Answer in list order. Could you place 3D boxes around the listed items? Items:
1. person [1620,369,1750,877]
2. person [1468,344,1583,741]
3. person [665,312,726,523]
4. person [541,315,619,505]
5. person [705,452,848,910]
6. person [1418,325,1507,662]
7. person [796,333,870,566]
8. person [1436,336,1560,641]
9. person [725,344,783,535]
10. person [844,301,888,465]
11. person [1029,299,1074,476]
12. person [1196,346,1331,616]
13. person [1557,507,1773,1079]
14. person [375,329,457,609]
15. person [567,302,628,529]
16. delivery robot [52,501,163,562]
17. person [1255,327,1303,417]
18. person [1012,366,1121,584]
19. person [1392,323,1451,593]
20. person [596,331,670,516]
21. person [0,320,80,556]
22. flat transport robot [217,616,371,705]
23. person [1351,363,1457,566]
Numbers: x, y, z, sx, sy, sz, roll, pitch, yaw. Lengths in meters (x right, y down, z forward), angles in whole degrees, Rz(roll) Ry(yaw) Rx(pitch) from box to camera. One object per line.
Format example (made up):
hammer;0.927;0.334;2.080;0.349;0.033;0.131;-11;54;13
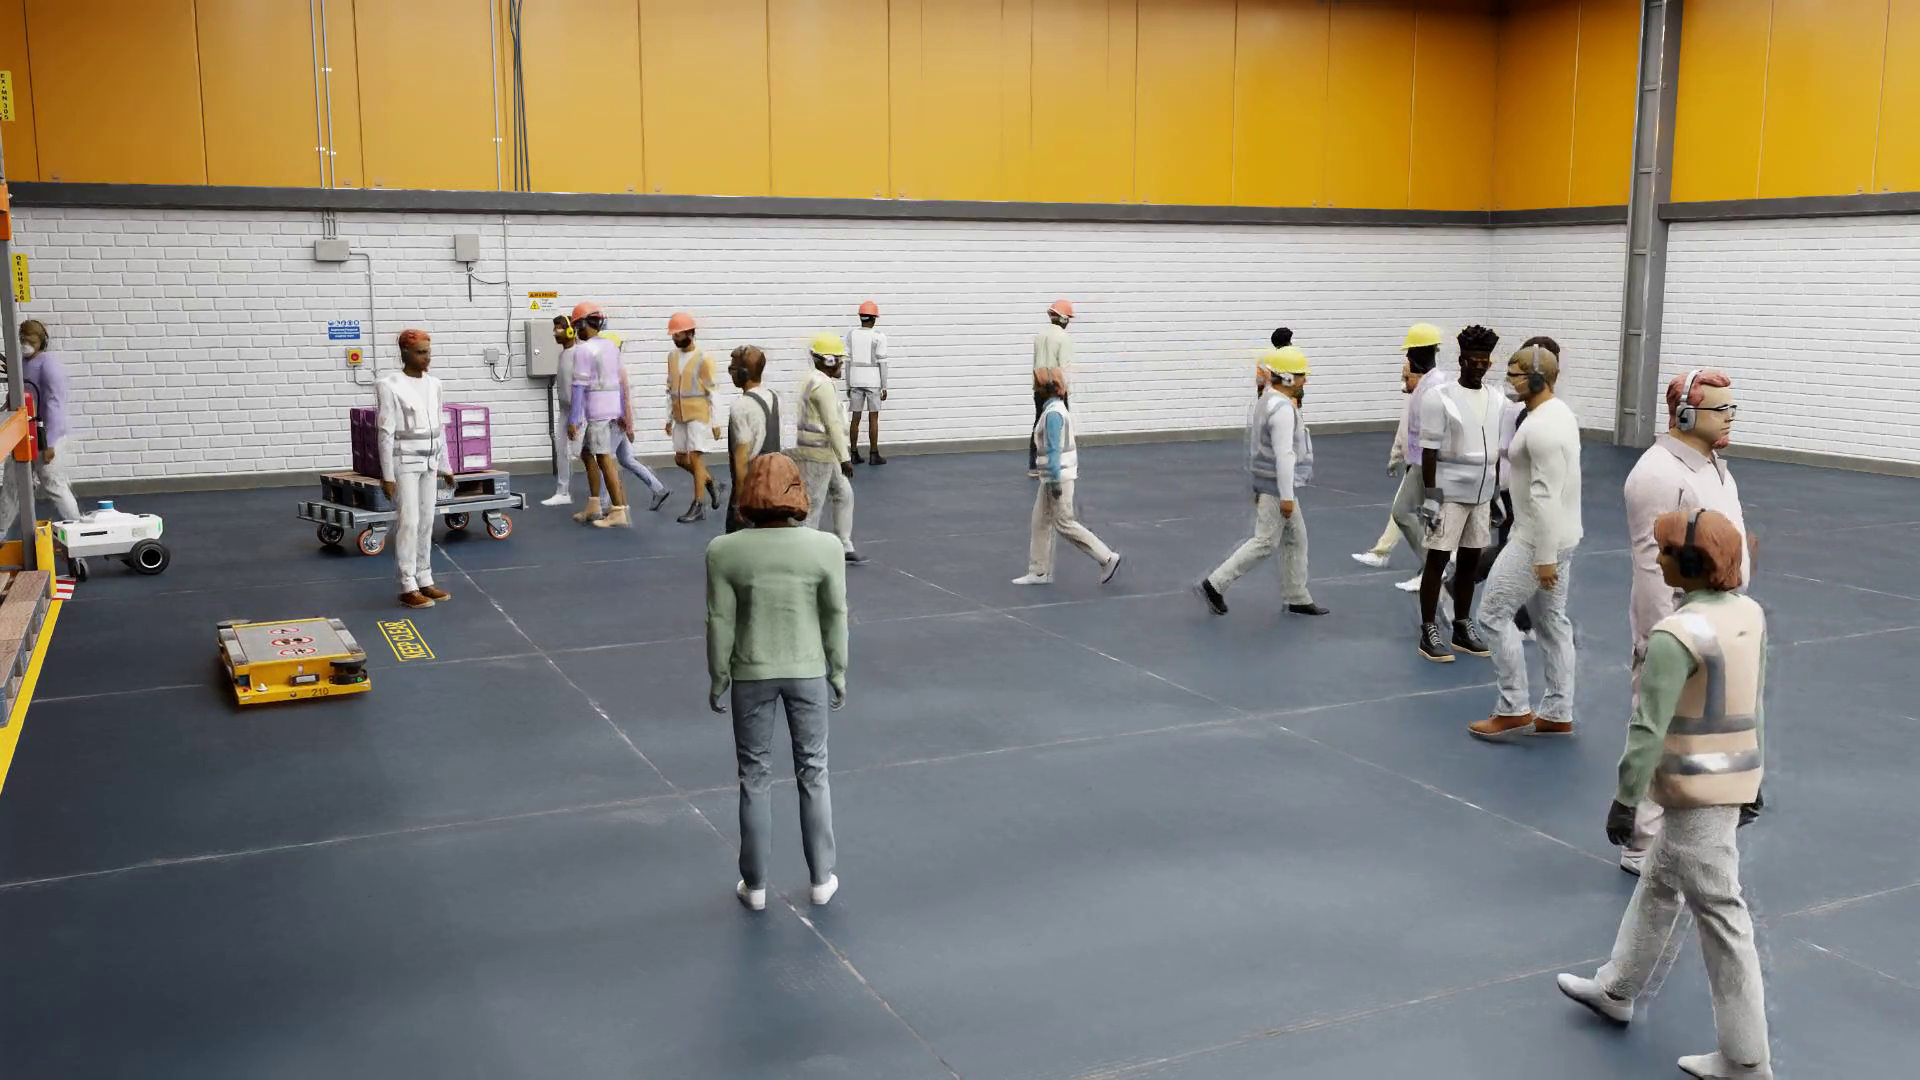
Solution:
person;2.711;0.320;6.212;0.410;1.909;0.643;8;12;39
person;2.722;0.021;8.022;0.619;1.917;0.642;5;10;27
person;-2.397;-1.131;15.235;0.625;1.912;0.688;6;11;33
person;-3.742;-1.268;16.226;0.710;1.852;0.528;-8;12;-40
person;-0.649;0.502;5.929;0.503;1.631;0.283;-1;9;-8
person;2.941;-0.273;9.724;0.601;1.961;0.372;-4;10;-25
person;-0.939;-0.649;12.538;0.729;1.801;0.605;-1;9;-7
person;3.321;-0.298;10.104;0.719;1.888;0.621;1;9;4
person;-1.216;-0.318;10.472;0.783;1.824;0.519;4;10;25
person;-1.090;-1.838;19.540;0.543;1.930;0.380;3;10;19
person;1.032;-1.665;18.353;0.494;1.967;0.655;-7;12;-37
person;1.989;-0.362;10.820;0.850;1.804;0.611;0;9;3
person;1.999;0.703;4.724;0.535;1.601;0.800;-8;12;-42
person;-3.637;-0.478;11.280;0.486;1.879;0.608;4;10;22
person;-3.243;-1.100;14.749;0.739;1.991;0.751;3;10;16
delivery robot;-6.357;-0.050;12.402;0.707;0.478;0.477;-7;11;-37
person;3.337;-1.370;17.360;0.531;1.692;0.320;7;11;36
person;0.775;-0.444;11.898;0.715;1.610;0.518;0;9;1
person;3.264;-0.566;11.724;0.417;1.902;0.613;3;10;19
person;-3.130;-1.087;15.506;0.838;1.738;0.508;-3;10;-20
person;-7.380;-0.774;13.077;0.665;1.886;0.795;6;11;33
flat transport robot;-3.738;0.642;9.275;0.652;0.197;1.431;-5;10;-27
person;3.480;-0.580;12.783;0.871;1.581;0.523;0;9;-2
